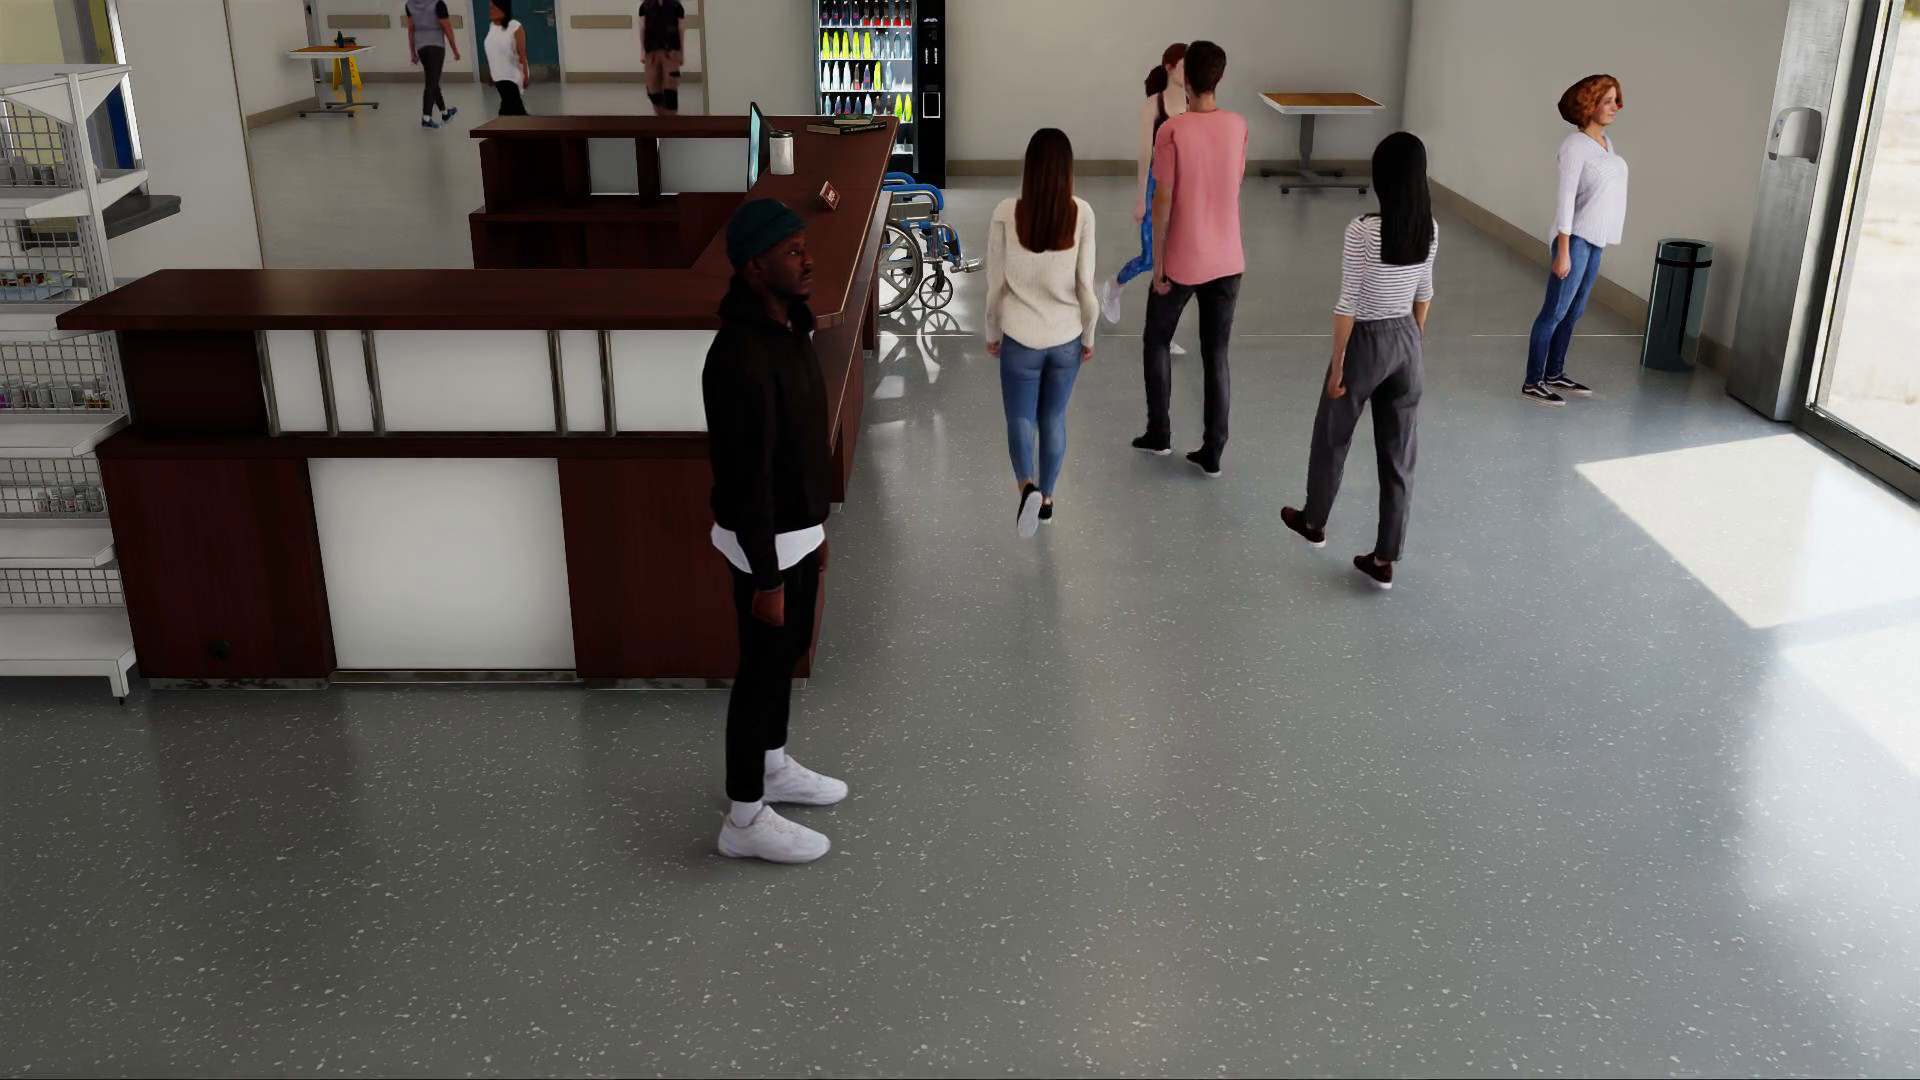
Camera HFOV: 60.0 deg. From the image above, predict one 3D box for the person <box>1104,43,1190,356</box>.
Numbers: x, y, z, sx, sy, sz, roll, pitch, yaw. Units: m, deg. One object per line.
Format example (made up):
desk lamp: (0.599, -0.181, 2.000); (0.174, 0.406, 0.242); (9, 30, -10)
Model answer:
person: (1.140, -1.992, 9.785); (1.026, 1.764, 0.990); (-12, 24, -28)

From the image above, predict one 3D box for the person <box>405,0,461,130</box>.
person: (-6.310, -5.747, 19.666); (1.211, 1.785, 1.017); (7, 22, 18)

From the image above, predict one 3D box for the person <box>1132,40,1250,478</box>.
person: (1.113, -1.226, 7.517); (0.783, 1.937, 0.808); (-5, 21, -13)

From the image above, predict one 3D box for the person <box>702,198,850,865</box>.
person: (-0.517, -0.020, 4.505); (0.607, 1.815, 0.687); (3, 21, 8)

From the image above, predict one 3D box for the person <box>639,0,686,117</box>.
person: (-3.459, -5.649, 19.365); (0.984, 1.817, 0.748); (-1, 21, -3)

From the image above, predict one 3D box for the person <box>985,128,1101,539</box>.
person: (0.338, -0.789, 6.734); (0.914, 1.673, 0.681); (0, 21, 0)

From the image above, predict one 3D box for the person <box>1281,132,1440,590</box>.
person: (1.633, -0.637, 6.282); (0.958, 1.709, 0.881); (-7, 22, -17)

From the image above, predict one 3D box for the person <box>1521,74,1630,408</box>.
person: (3.260, -1.597, 8.816); (0.802, 1.711, 0.744); (19, 28, 41)

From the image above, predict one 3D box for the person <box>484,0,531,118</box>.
person: (-4.726, -4.896, 17.603); (1.124, 1.656, 1.151); (18, 27, 39)
